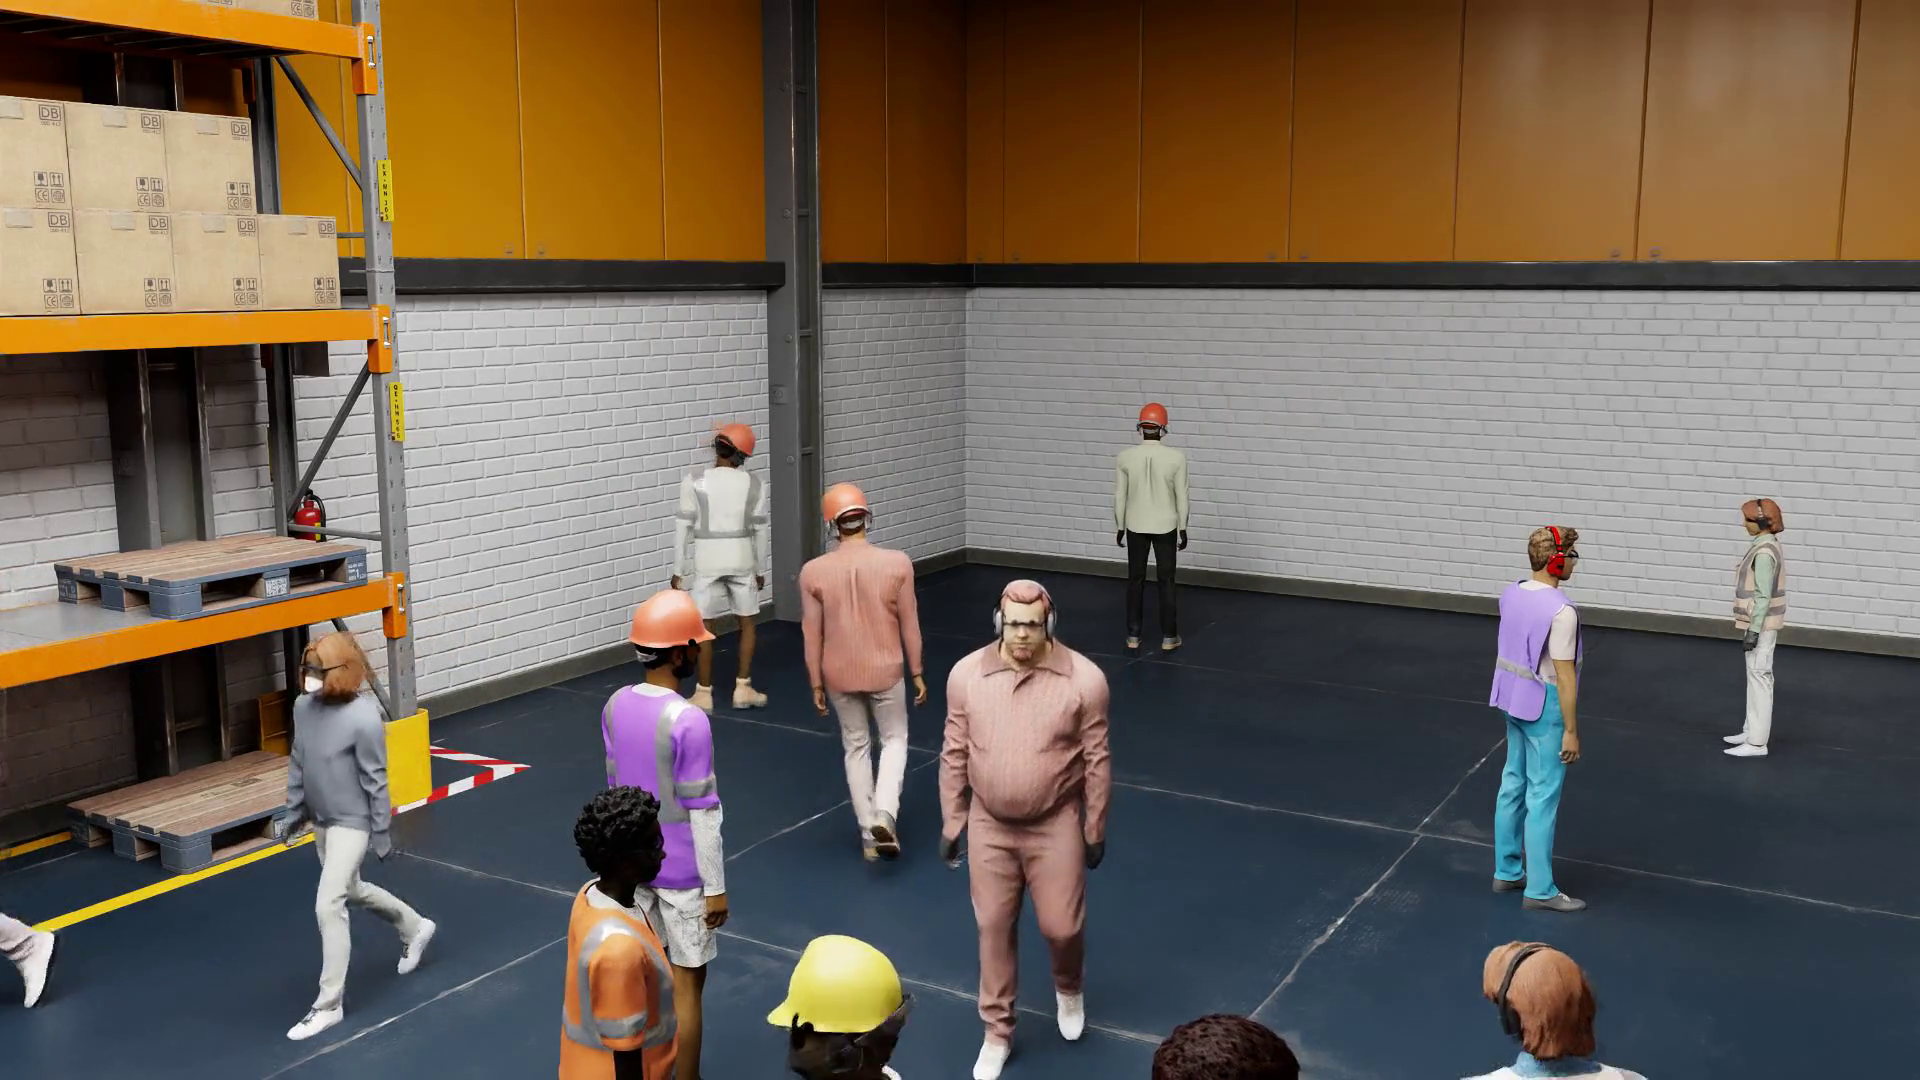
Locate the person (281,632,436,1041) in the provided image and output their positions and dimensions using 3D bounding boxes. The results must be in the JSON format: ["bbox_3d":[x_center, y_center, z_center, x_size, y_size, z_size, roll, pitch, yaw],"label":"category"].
[{"bbox_3d":[-2.484,1.145,6.831,0.504,1.605,0.757,7,11,36],"label":"person"}]

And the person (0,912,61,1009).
[{"bbox_3d":[-3.969,1.071,6.450,0.645,1.880,0.850,7,11,35],"label":"person"}]

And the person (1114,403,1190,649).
[{"bbox_3d":[1.554,-0.110,13.448,0.608,1.996,0.380,2,9,15],"label":"person"}]

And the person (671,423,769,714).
[{"bbox_3d":[-1.651,0.202,11.514,0.683,2.000,0.418,-3,10,-18],"label":"person"}]

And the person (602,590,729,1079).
[{"bbox_3d":[-1.010,1.133,5.869,0.545,1.939,0.354,8,12,42],"label":"person"}]

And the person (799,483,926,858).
[{"bbox_3d":[-0.497,0.697,8.500,0.645,1.967,0.594,0,9,1],"label":"person"}]

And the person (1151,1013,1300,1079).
[{"bbox_3d":[0.353,1.663,2.628,0.399,1.917,0.590,-1,9,-3],"label":"person"}]

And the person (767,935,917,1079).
[{"bbox_3d":[-0.198,1.639,3.280,0.348,1.760,0.547,0,9,0],"label":"person"}]

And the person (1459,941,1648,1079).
[{"bbox_3d":[1.266,1.685,3.484,0.521,1.608,0.659,-1,9,-9],"label":"person"}]

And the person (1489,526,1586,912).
[{"bbox_3d":[2.756,0.845,7.955,0.390,1.846,0.565,-2,9,-13],"label":"person"}]

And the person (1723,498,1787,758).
[{"bbox_3d":[5.013,0.547,10.454,0.309,1.640,0.513,4,10,26],"label":"person"}]

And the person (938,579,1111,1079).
[{"bbox_3d":[0.237,1.080,6.338,0.653,1.899,0.571,2,9,15],"label":"person"}]

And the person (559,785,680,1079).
[{"bbox_3d":[-0.904,1.481,4.448,0.318,1.695,0.540,-3,10,-19],"label":"person"}]
